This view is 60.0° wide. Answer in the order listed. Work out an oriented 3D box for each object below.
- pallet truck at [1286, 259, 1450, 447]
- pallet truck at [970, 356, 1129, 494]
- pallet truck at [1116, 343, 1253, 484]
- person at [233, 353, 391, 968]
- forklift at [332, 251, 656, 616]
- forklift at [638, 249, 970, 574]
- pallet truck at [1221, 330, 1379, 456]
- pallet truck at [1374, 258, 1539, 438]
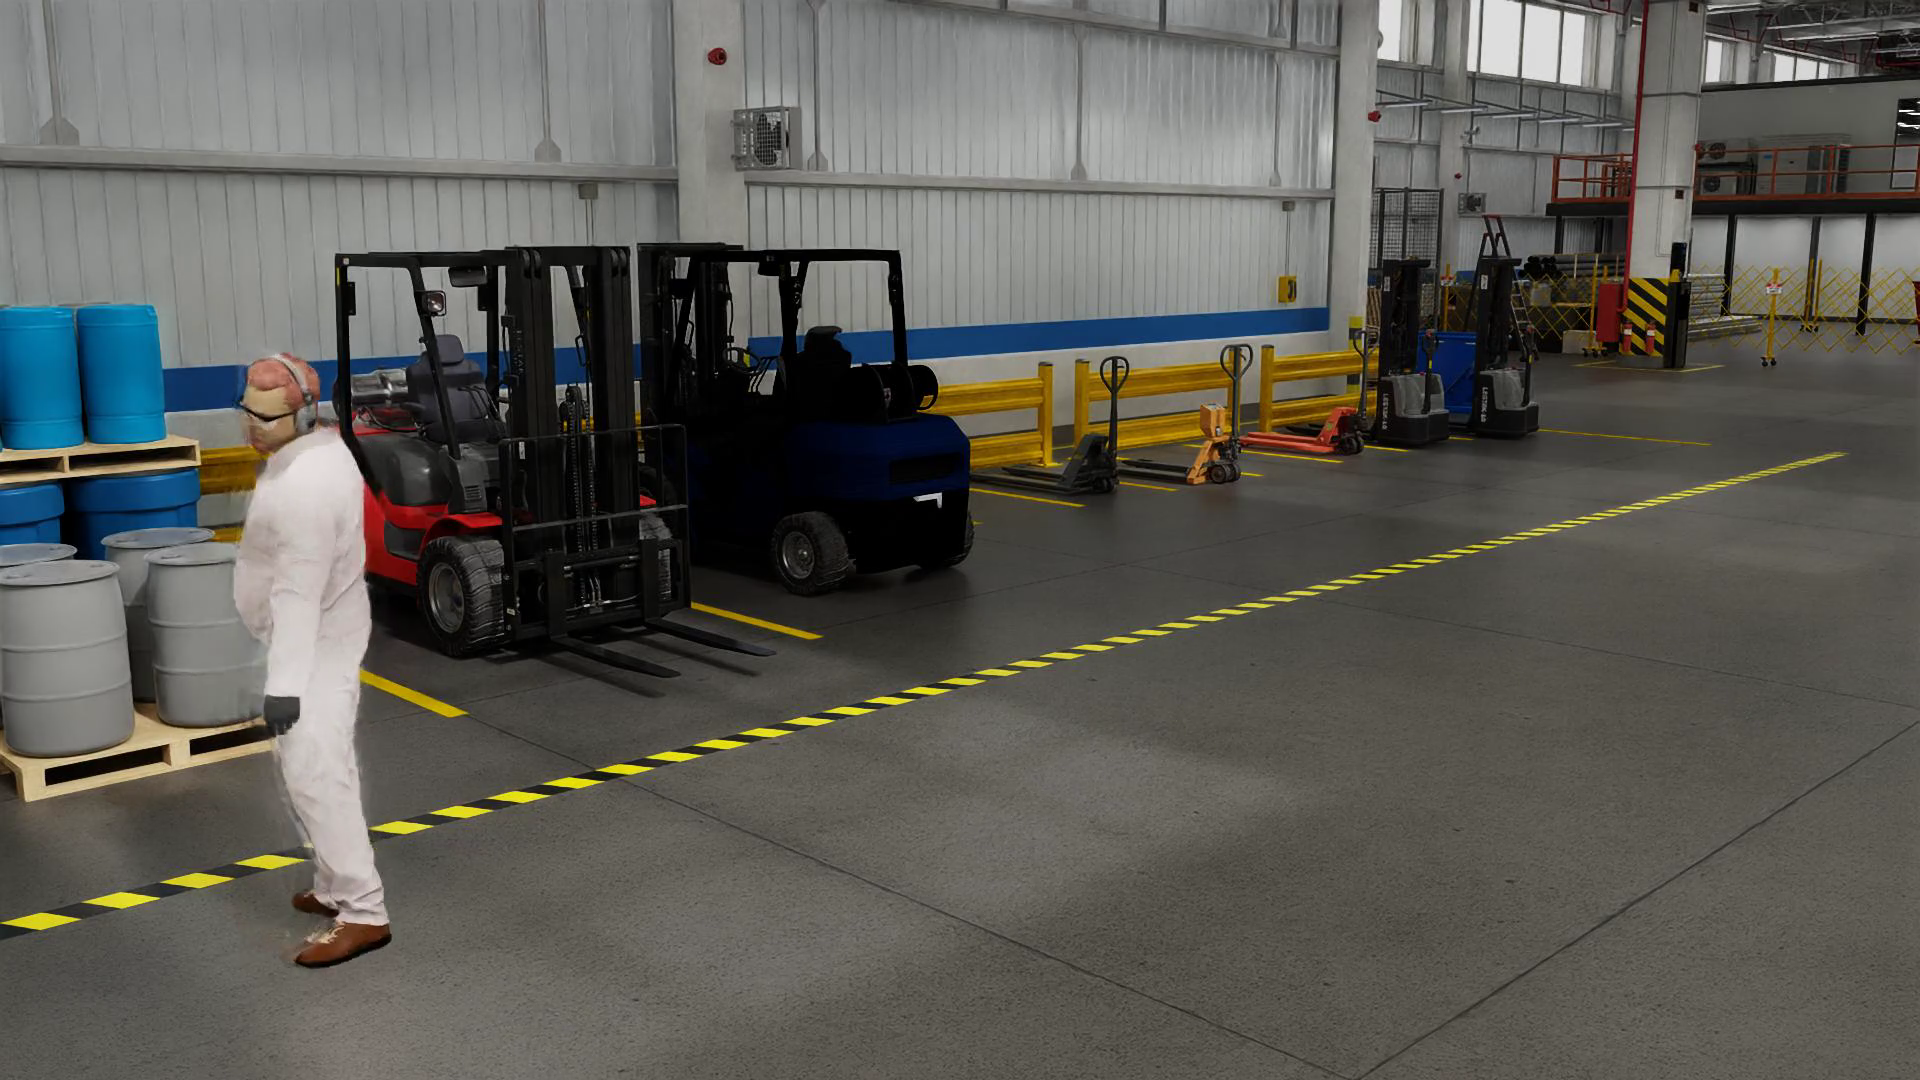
[{"bbox_3d":[4.493,-2.078,18.196,0.823,1.965,1.885,-9,14,-40],"label":"pallet truck"},{"bbox_3d":[0.784,-1.085,14.876,0.680,1.201,1.601,-10,14,-44],"label":"pallet truck"},{"bbox_3d":[1.962,-1.215,15.415,1.522,1.261,0.704,10,14,43],"label":"pallet truck"},{"bbox_3d":[-2.043,0.360,5.224,0.421,1.886,0.727,-2,11,-13],"label":"person"},{"bbox_3d":[-2.833,-0.669,9.694,1.157,1.987,2.680,-10,14,-44],"label":"forklift"},{"bbox_3d":[-1.173,-0.958,11.239,2.680,1.987,1.157,10,14,43],"label":"forklift"},{"bbox_3d":[3.563,-1.581,17.381,0.653,1.274,1.630,-10,14,-44],"label":"pallet truck"},{"bbox_3d":[5.704,-2.208,18.901,1.885,1.965,0.823,10,14,43],"label":"pallet truck"}]
